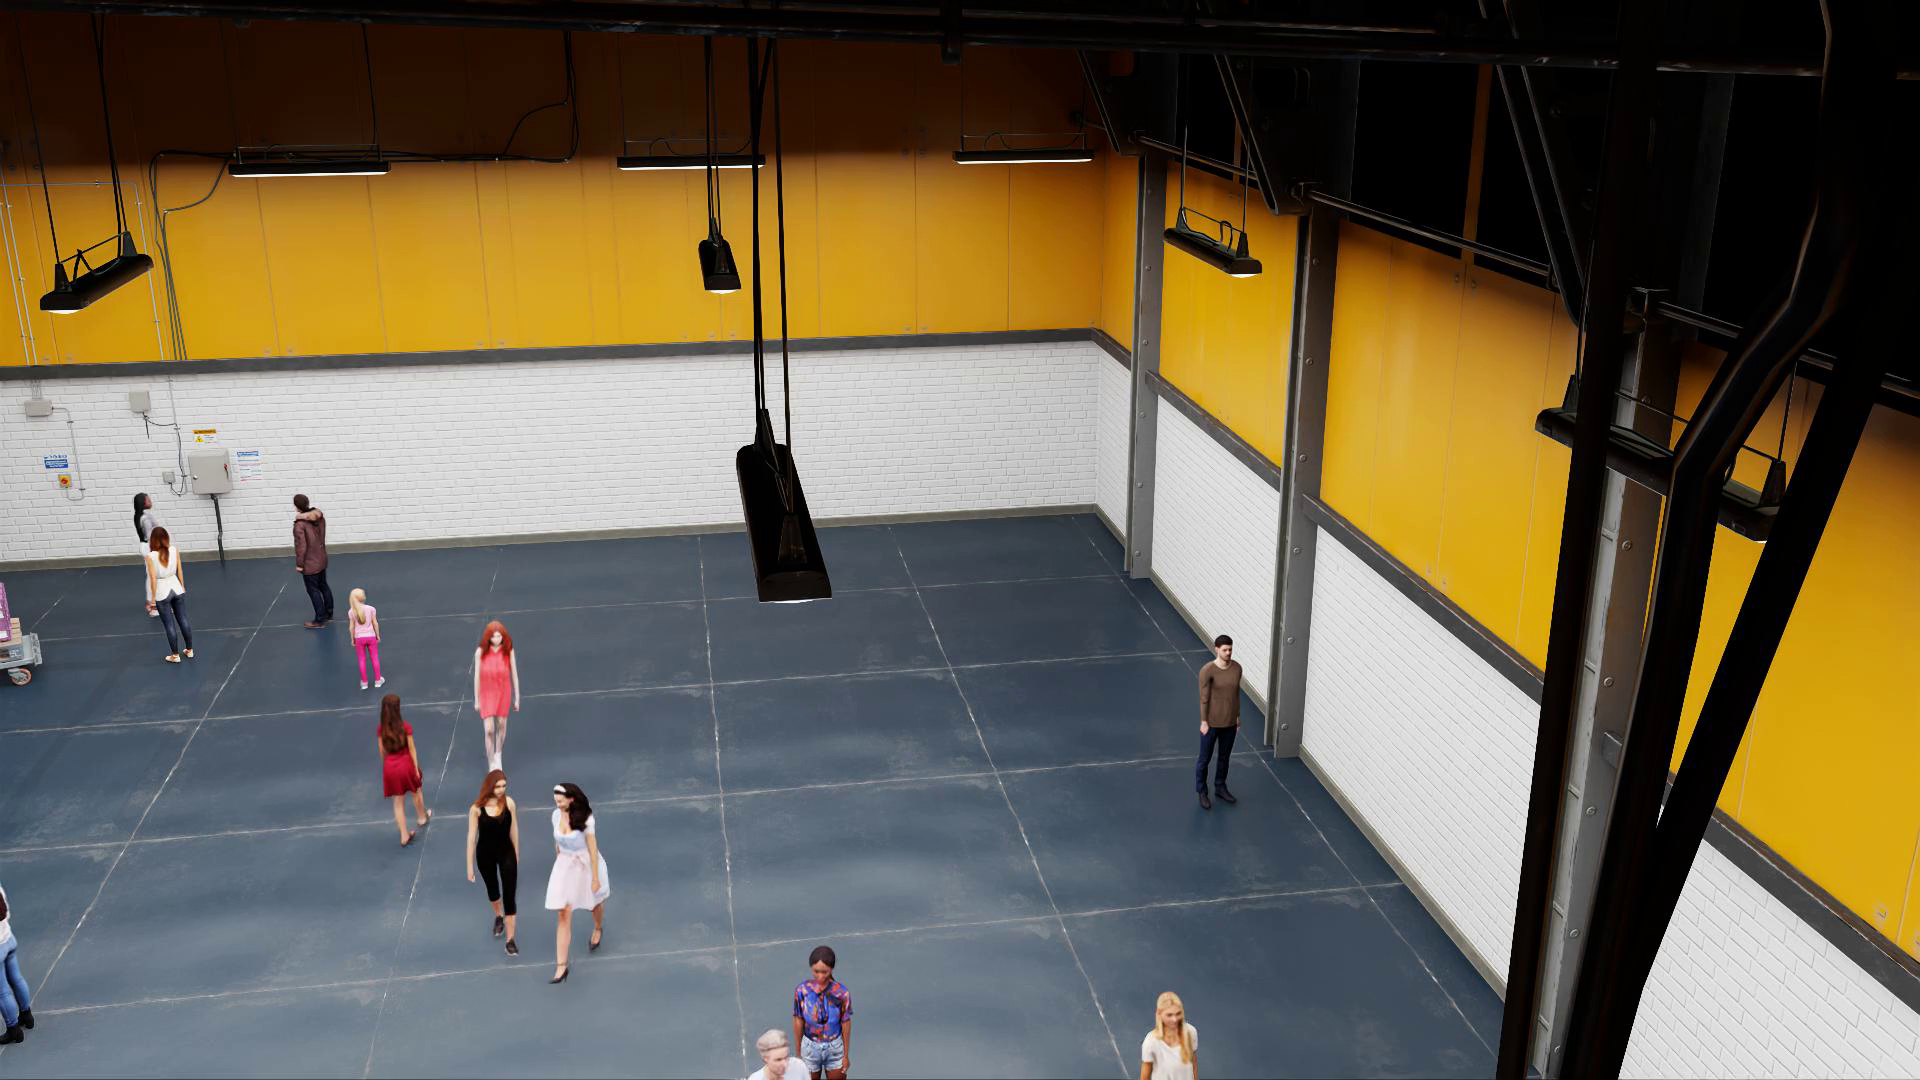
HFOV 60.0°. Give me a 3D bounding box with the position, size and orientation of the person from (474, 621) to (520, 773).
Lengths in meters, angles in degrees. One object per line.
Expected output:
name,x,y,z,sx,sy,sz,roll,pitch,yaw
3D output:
person,-5.045,1.693,18.069,0.711,1.801,0.834,-7,20,-19

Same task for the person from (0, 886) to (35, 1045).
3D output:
person,-7.812,3.323,13.498,0.698,1.631,0.512,0,19,1

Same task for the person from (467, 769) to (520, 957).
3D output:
person,-4.166,2.808,14.937,0.651,1.688,1.071,-4,19,-12

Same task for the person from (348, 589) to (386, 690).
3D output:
person,-7.291,1.193,20.384,0.509,1.271,0.521,-6,20,-17

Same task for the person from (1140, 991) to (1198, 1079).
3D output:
person,1.406,3.883,11.567,0.691,1.801,0.820,-7,20,-20

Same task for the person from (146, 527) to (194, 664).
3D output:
person,-10.025,0.685,21.090,0.714,1.785,0.664,14,23,36

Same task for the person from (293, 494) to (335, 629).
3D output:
person,-8.651,0.266,22.240,0.906,1.845,0.753,4,19,11

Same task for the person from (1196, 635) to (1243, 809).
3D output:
person,2.708,1.869,17.410,0.705,1.888,0.657,-8,20,-23

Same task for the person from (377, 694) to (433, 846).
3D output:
person,-5.627,2.324,16.627,0.611,1.526,0.896,0,19,-1

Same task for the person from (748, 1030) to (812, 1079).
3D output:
person,-1.239,4.027,11.063,1.128,1.850,1.318,-17,25,-41

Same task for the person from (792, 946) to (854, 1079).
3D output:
person,-0.995,3.735,12.091,0.616,1.748,0.561,0,19,-1

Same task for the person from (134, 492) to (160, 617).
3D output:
person,-11.069,0.169,22.722,0.797,1.721,0.624,-14,23,-35

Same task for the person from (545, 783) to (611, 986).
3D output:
person,-3.284,2.905,14.548,0.971,1.753,1.302,4,19,12
